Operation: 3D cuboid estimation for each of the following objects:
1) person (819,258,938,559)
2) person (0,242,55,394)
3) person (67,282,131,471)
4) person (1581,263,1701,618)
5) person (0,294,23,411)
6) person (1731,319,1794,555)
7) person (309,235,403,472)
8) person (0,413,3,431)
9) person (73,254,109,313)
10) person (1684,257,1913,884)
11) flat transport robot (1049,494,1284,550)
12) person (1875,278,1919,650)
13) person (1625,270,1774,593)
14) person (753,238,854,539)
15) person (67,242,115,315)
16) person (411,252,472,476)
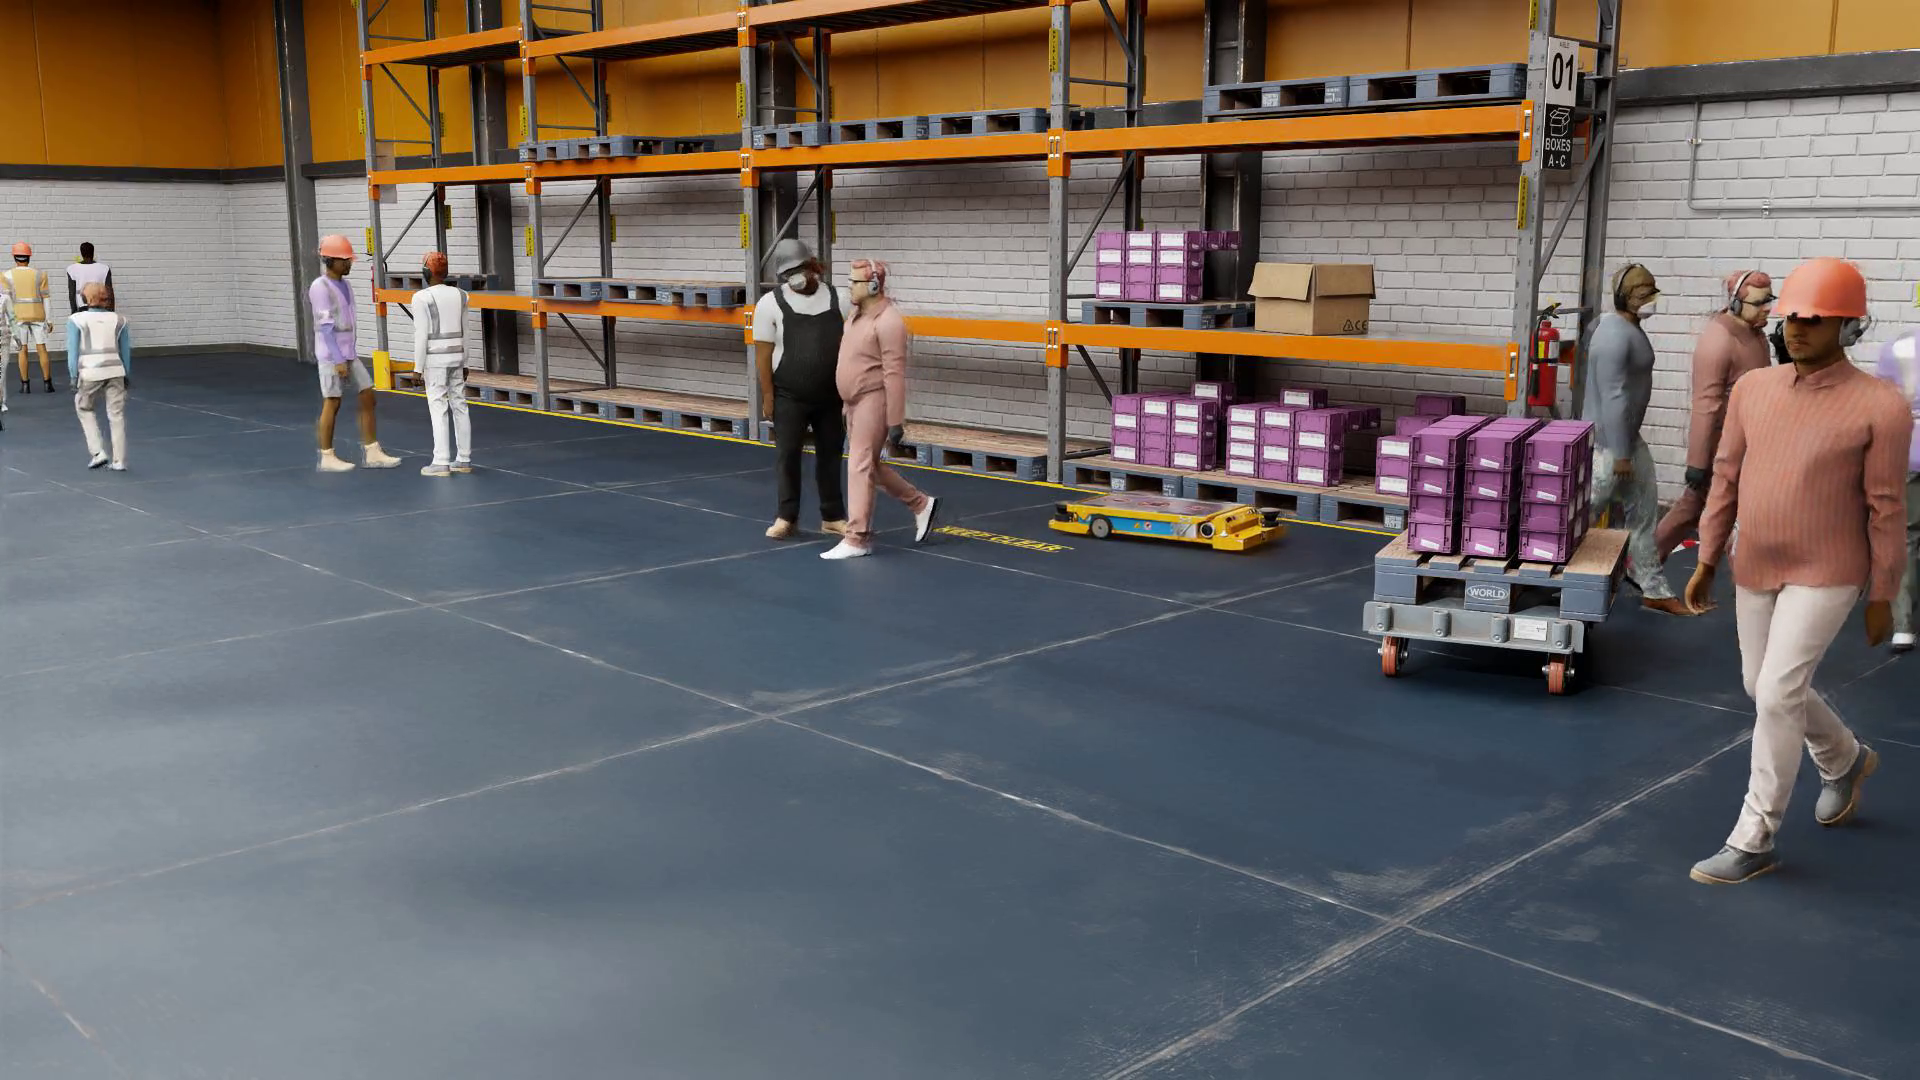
[{"bbox_3d":[-0.512,-0.831,10.517,0.786,1.887,0.651,-4,11,-22],"label":"person"},{"bbox_3d":[-11.956,-2.843,21.332,0.552,1.934,0.373,-6,12,-32],"label":"person"},{"bbox_3d":[-7.399,-1.396,14.303,0.488,1.620,0.546,9,14,40],"label":"person"},{"bbox_3d":[3.442,-0.523,8.877,0.987,1.893,0.647,6,12,30],"label":"person"},{"bbox_3d":[-10.990,-2.239,18.949,0.525,1.612,0.726,-10,14,-43],"label":"person"},{"bbox_3d":[3.748,-0.185,7.568,0.533,1.664,0.775,5,11,24],"label":"person"},{"bbox_3d":[-5.164,-1.569,14.163,0.767,2.019,0.622,1,10,7],"label":"person"},{"bbox_3d":[-9.955,-1.963,16.707,0.563,1.868,1.035,-1,10,-7],"label":"person"},{"bbox_3d":[-13.798,-3.657,26.403,0.530,1.716,0.347,-6,12,-30],"label":"person"},{"bbox_3d":[2.736,0.083,5.324,0.917,1.969,0.603,-5,11,-24],"label":"person"},{"bbox_3d":[1.375,-0.142,11.149,1.431,0.197,0.652,7,12,33],"label":"flat transport robot"},{"bbox_3d":[4.805,-0.406,8.237,0.595,1.875,0.835,4,11,20],"label":"person"},{"bbox_3d":[4.001,-0.507,8.854,0.892,1.859,0.705,8,13,37],"label":"person"},{"bbox_3d":[-0.981,-1.018,11.096,0.741,2.000,0.535,-5,11,-24],"label":"person"},{"bbox_3d":[-12.886,-3.452,24.707,0.597,1.915,0.374,-5,12,-26],"label":"person"},{"bbox_3d":[-4.377,-1.479,14.042,0.355,1.883,0.574,6,12,31],"label":"person"}]
